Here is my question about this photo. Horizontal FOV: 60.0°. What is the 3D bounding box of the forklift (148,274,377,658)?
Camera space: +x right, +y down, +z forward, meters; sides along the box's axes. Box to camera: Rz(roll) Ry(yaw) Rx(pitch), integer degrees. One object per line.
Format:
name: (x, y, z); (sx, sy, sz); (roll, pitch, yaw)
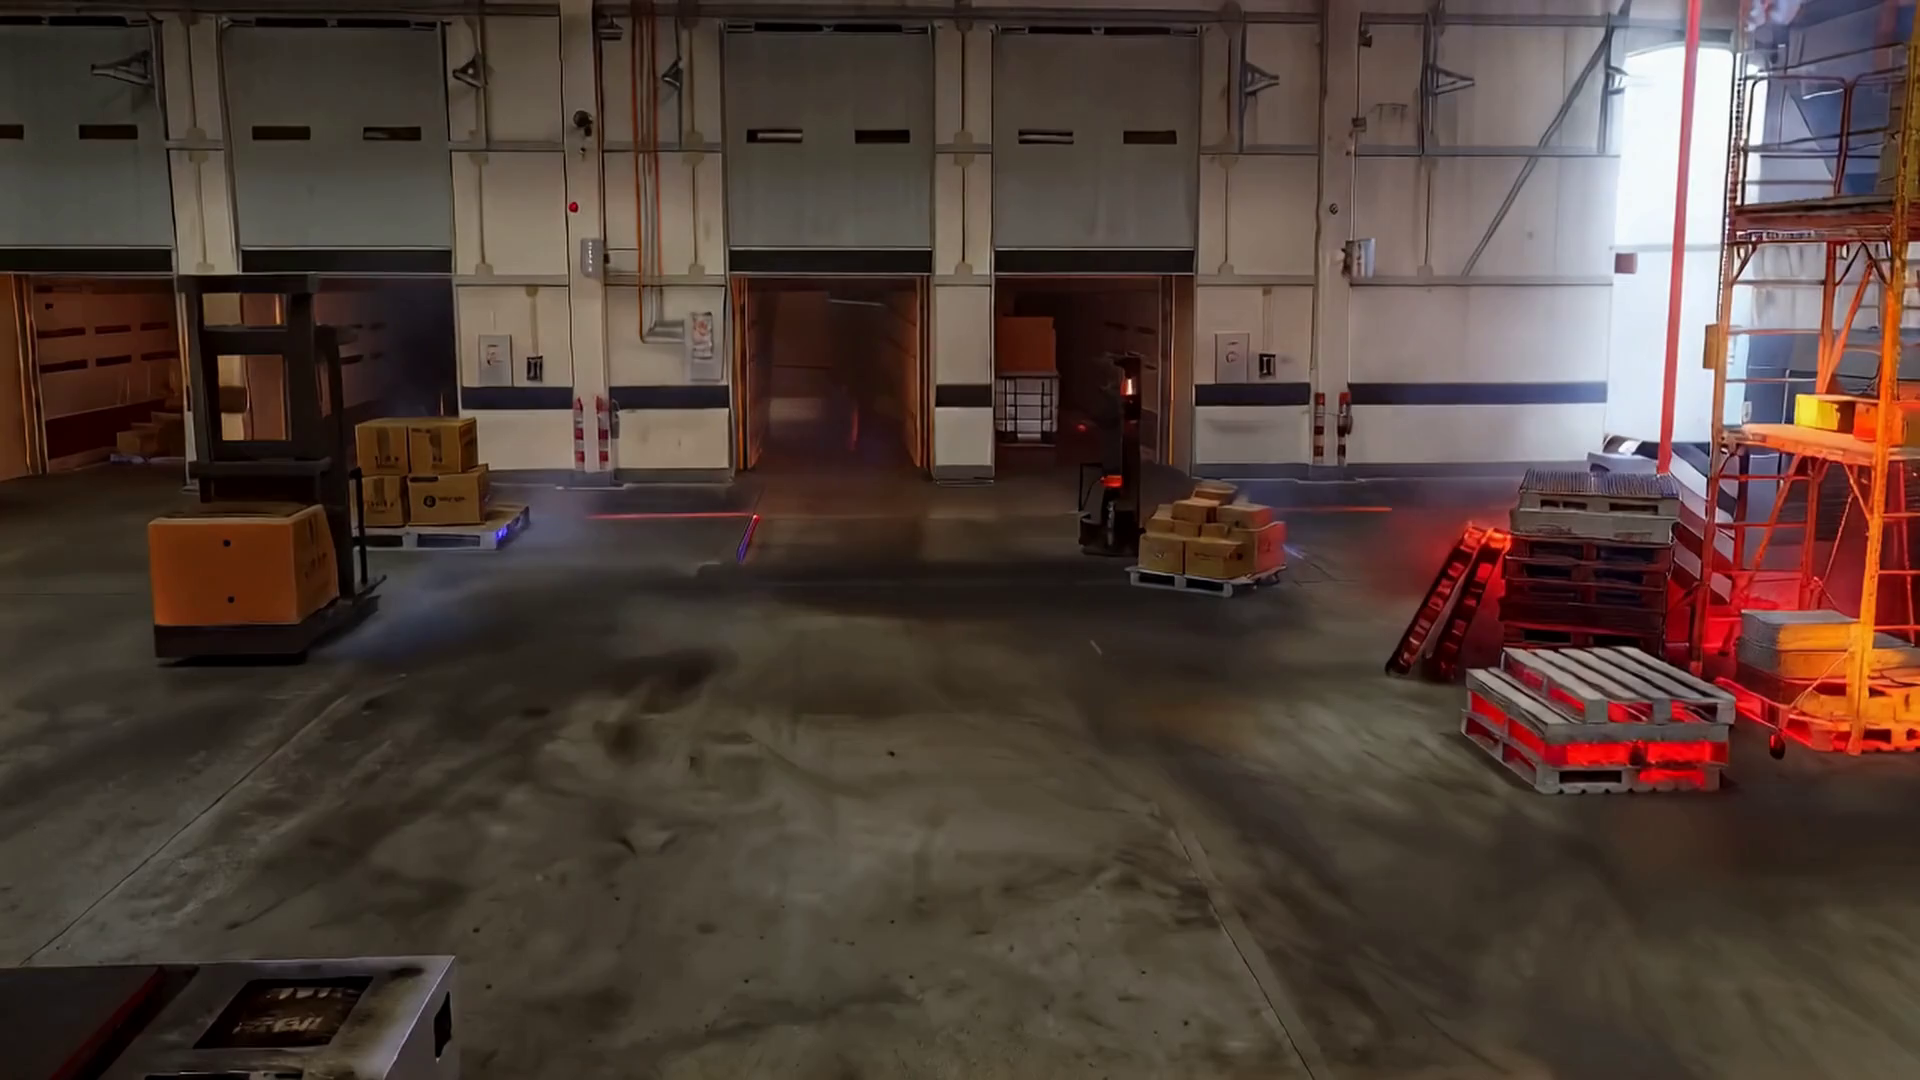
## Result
forklift: (-5.348, -0.627, 12.681); (1.129, 2.768, 1.873); (-1, 9, -4)

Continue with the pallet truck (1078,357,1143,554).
pallet truck: (2.088, -0.836, 16.757); (1.885, 1.965, 0.823); (2, 9, 13)
